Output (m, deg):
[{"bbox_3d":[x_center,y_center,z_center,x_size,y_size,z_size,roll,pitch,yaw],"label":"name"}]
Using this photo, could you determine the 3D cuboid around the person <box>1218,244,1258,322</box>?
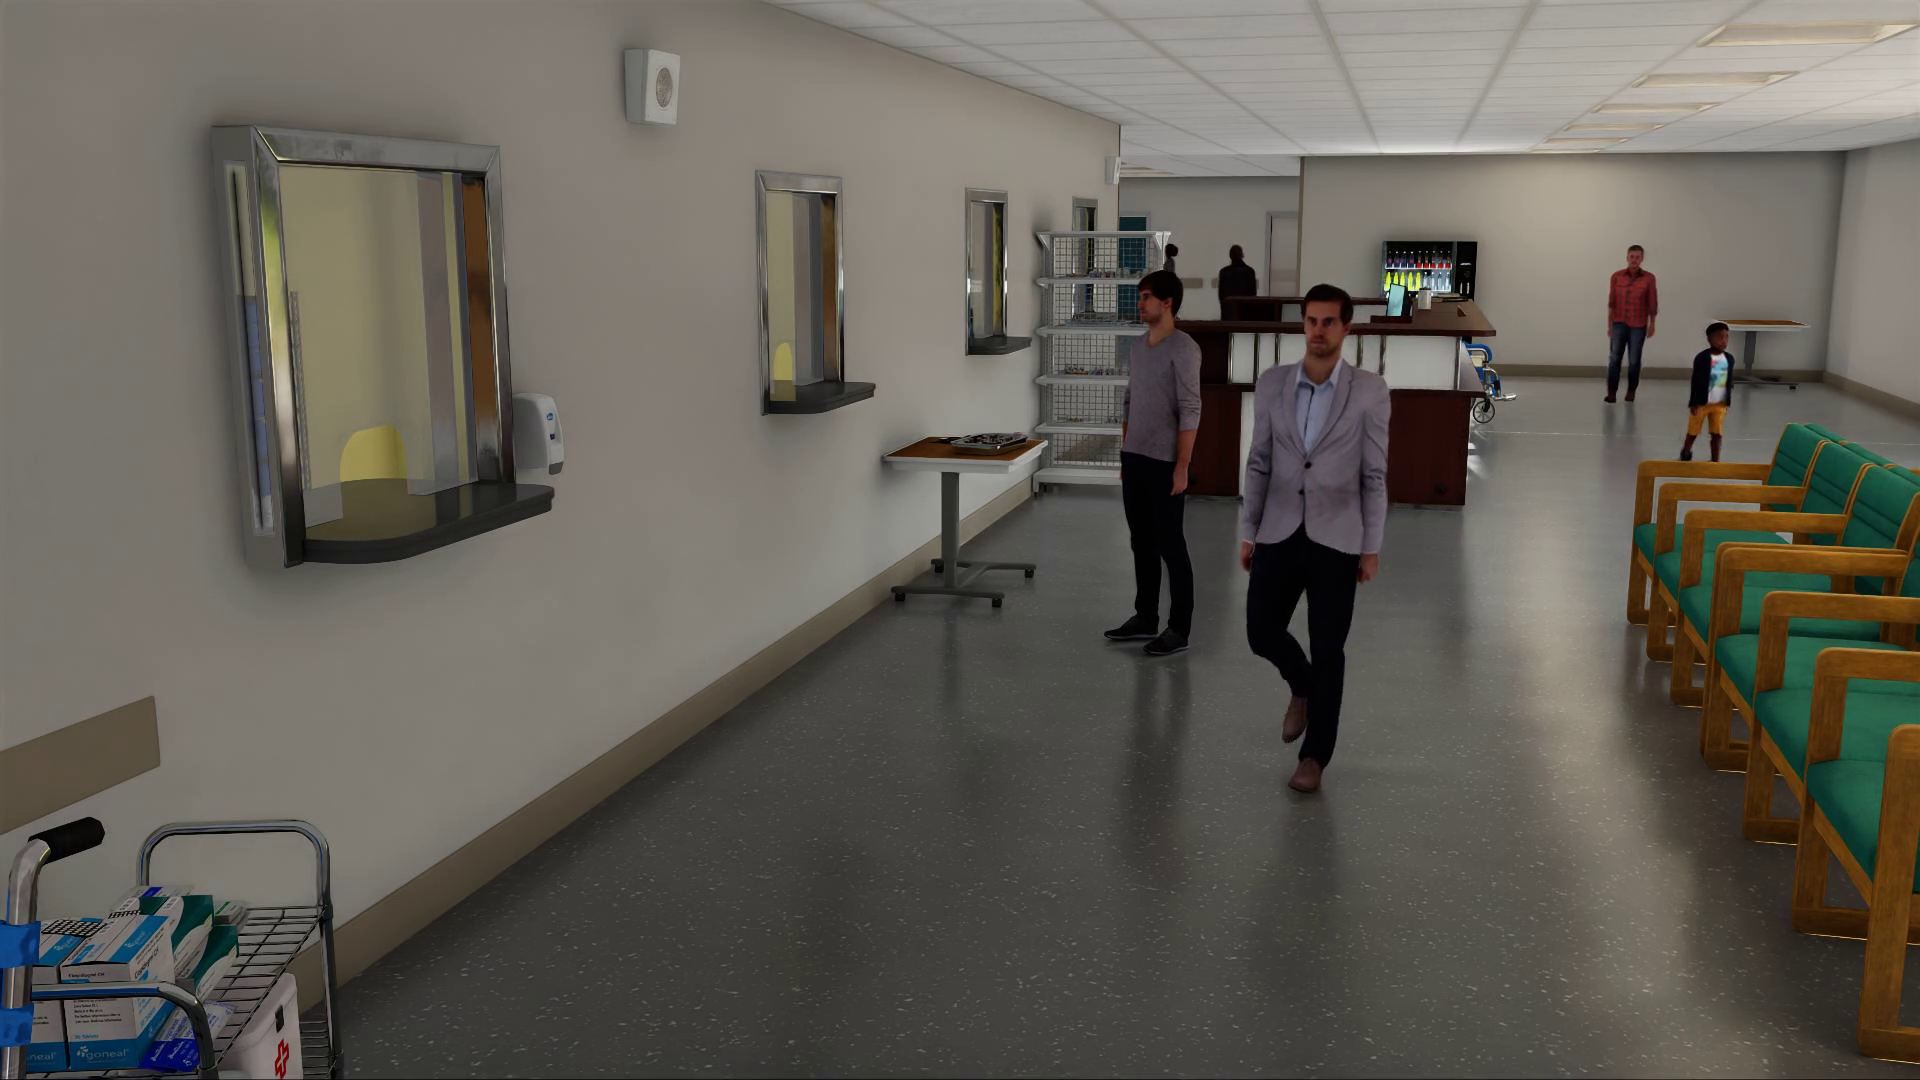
[{"bbox_3d":[3.437,-2.787,20.905,1.080,1.786,0.881,5,12,26],"label":"person"}]

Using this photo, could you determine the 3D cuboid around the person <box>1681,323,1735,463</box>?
[{"bbox_3d":[6.162,-1.159,13.753,0.834,1.255,0.714,0,11,-1],"label":"person"}]

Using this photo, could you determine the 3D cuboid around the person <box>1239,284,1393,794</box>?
[{"bbox_3d":[1.328,-0.019,6.178,0.873,1.839,0.866,6,12,28],"label":"person"}]

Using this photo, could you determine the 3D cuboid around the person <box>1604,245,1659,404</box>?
[{"bbox_3d":[7.793,-2.492,19.305,1.042,1.803,0.931,6,12,29],"label":"person"}]

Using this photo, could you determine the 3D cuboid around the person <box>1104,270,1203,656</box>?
[{"bbox_3d":[0.969,-0.385,8.093,0.776,1.843,0.724,-6,12,-28],"label":"person"}]
